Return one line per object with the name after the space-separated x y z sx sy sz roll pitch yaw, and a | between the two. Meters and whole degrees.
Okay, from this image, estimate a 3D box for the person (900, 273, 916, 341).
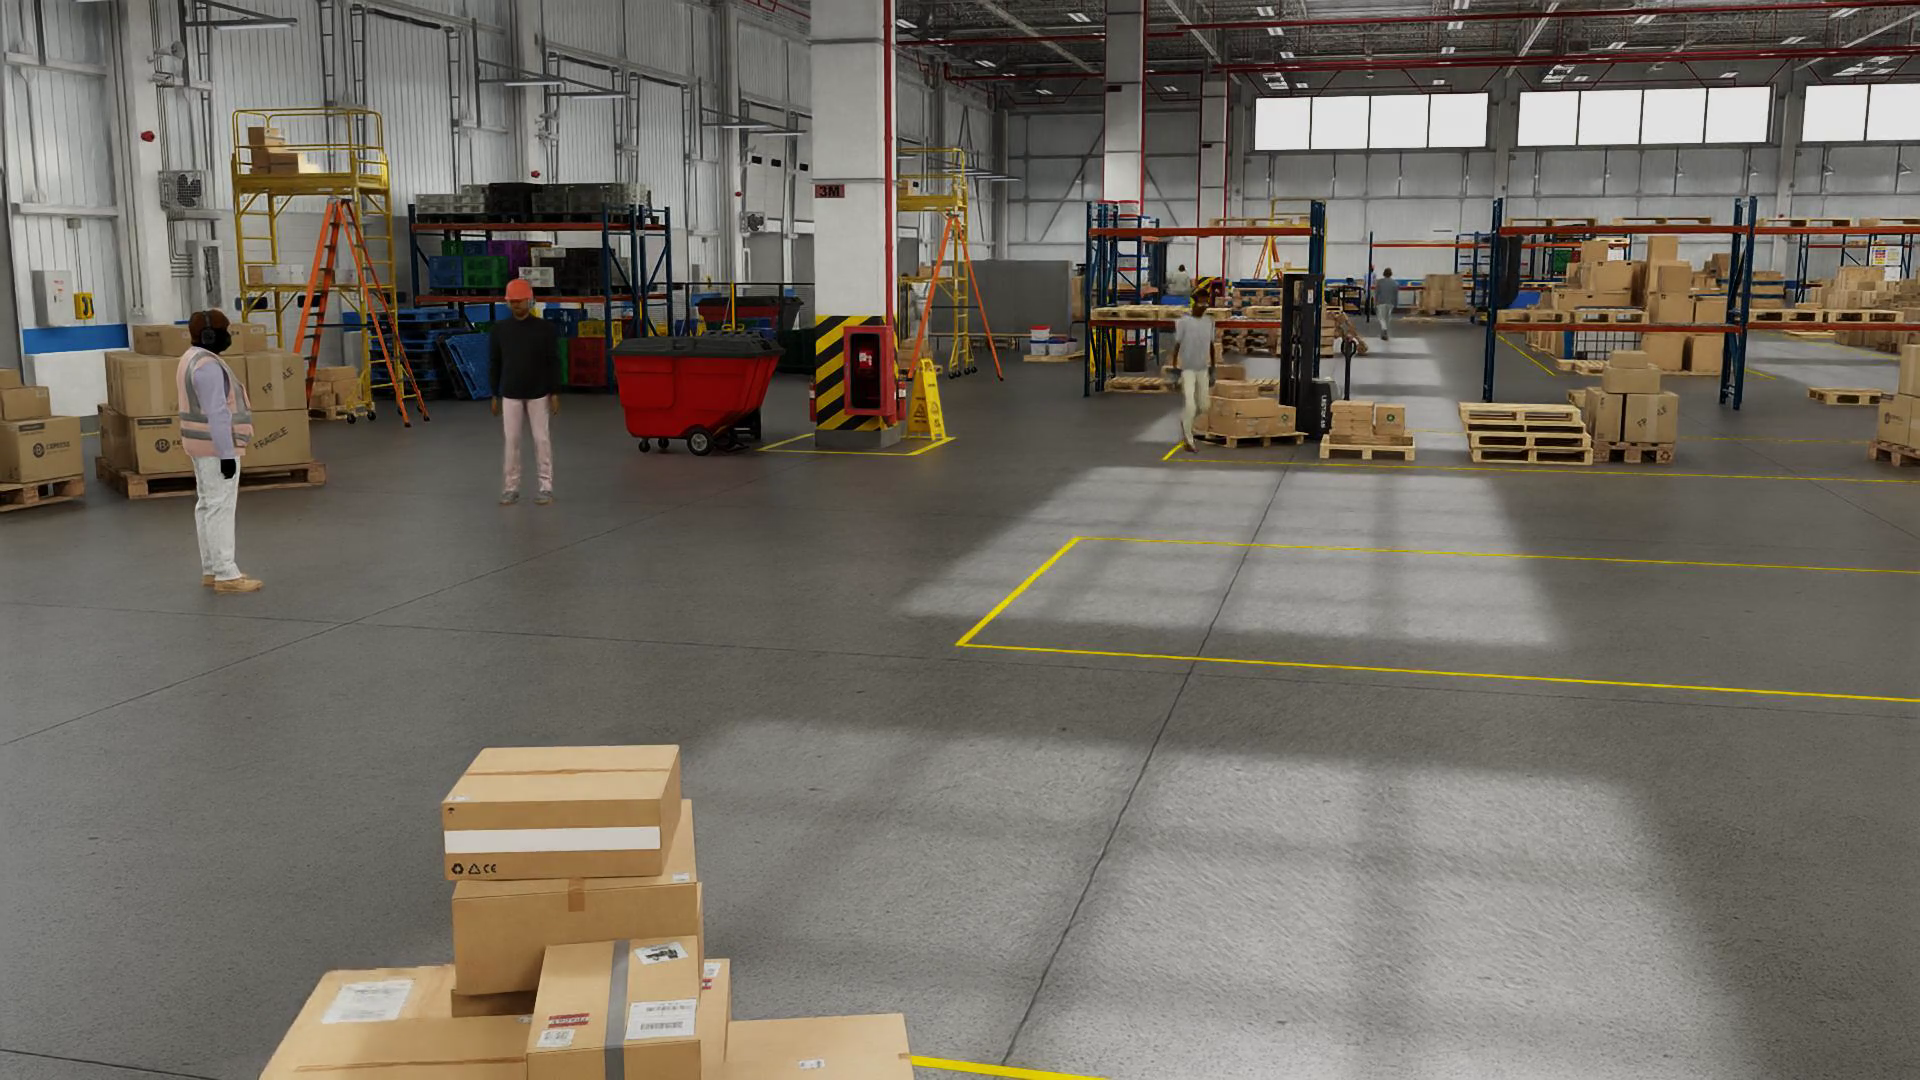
-1.310 -5.444 39.632 0.523 1.810 0.940 0 10 0 | person

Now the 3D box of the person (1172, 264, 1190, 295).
7.797 -8.737 58.614 0.632 1.939 0.368 2 10 14 | person

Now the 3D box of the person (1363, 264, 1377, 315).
15.672 -9.564 63.489 0.543 1.939 0.359 7 12 36 | person

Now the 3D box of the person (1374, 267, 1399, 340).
11.196 -6.200 43.726 0.647 1.920 0.450 0 10 0 | person

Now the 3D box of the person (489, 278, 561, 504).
-3.836 -1.298 14.650 0.623 1.992 0.397 0 10 -1 | person

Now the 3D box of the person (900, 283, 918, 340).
-1.215 -5.199 38.417 0.499 1.722 0.614 0 10 -1 | person

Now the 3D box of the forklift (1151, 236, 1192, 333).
5.634 -7.224 46.935 1.873 2.768 1.129 2 10 14 | forklift

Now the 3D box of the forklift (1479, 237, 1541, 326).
17.401 -8.129 52.267 1.873 2.768 1.129 2 10 14 | forklift

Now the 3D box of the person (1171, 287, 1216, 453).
2.606 -1.904 18.633 0.550 1.847 0.500 -3 10 -17 | person

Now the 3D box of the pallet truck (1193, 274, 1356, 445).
3.653 -2.138 19.590 1.885 1.965 0.823 -4 10 -20 | pallet truck

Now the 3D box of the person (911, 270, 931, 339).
-0.976 -5.708 40.947 0.580 1.883 0.352 3 10 19 | person

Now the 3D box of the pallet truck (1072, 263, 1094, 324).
4.325 -8.180 55.162 0.823 1.965 1.885 6 11 31 | pallet truck

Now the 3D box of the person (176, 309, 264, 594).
-4.834 -0.575 10.845 0.429 1.844 0.627 -7 12 -35 | person
